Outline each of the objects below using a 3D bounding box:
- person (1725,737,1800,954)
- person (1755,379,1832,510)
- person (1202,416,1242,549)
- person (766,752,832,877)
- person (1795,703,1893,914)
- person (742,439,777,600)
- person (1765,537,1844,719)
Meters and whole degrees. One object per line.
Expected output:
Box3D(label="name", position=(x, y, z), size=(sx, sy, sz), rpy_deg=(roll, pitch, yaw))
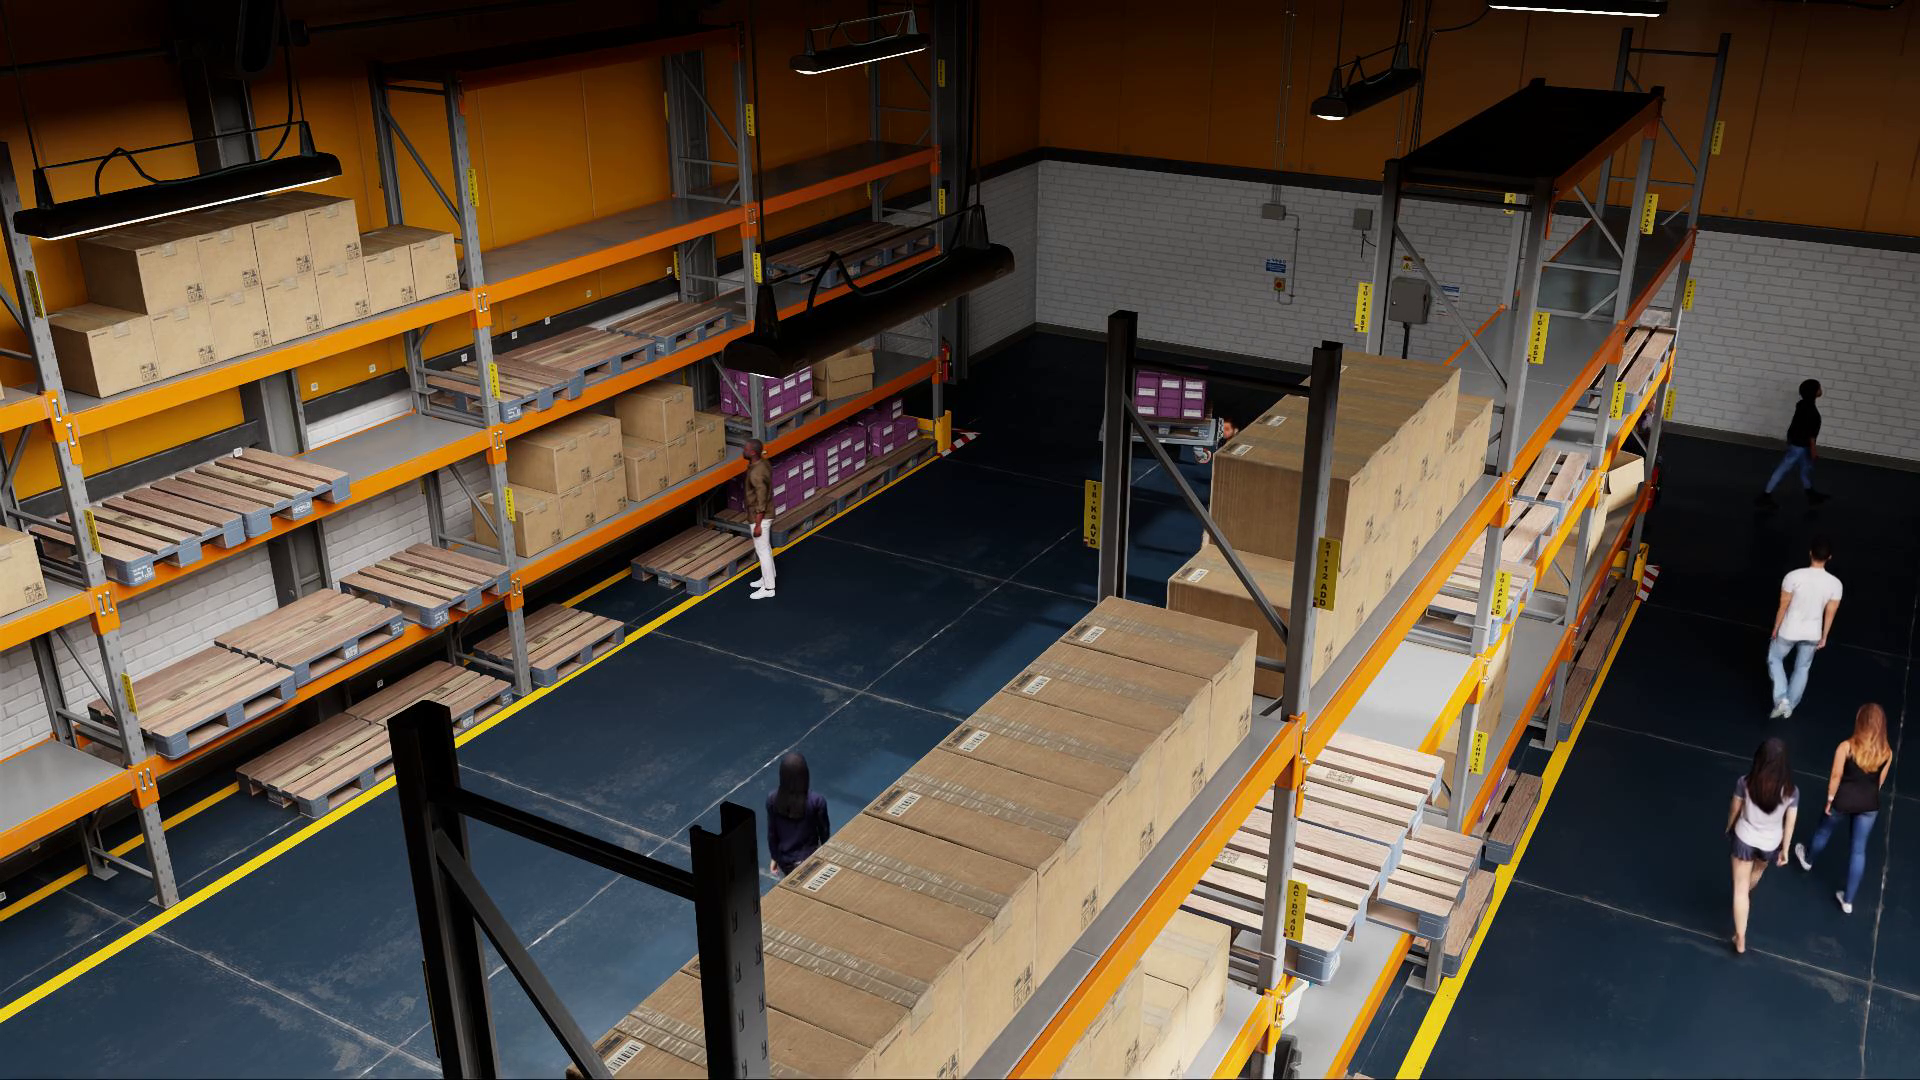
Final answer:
Box3D(label="person", position=(5.987, 2.324, 12.517), size=(0.792, 1.654, 1.180), rpy_deg=(6, 24, 14))
Box3D(label="person", position=(10.197, -1.140, 20.423), size=(0.876, 1.668, 1.122), rpy_deg=(4, 24, 10))
Box3D(label="person", position=(3.110, -0.547, 18.858), size=(1.051, 1.835, 0.900), rpy_deg=(-17, 29, -33))
Box3D(label="person", position=(-1.205, 2.398, 12.304), size=(0.855, 1.689, 1.181), rpy_deg=(4, 24, 10))
Box3D(label="person", position=(6.974, 2.119, 12.954), size=(0.797, 1.680, 1.075), rpy_deg=(4, 24, 9))
Box3D(label="person", position=(-2.188, -0.255, 18.203), size=(0.861, 1.825, 0.735), rpy_deg=(-2, 24, -4))
Box3D(label="person", position=(7.880, 0.881, 15.580), size=(0.805, 1.844, 0.930), rpy_deg=(6, 24, 13))
